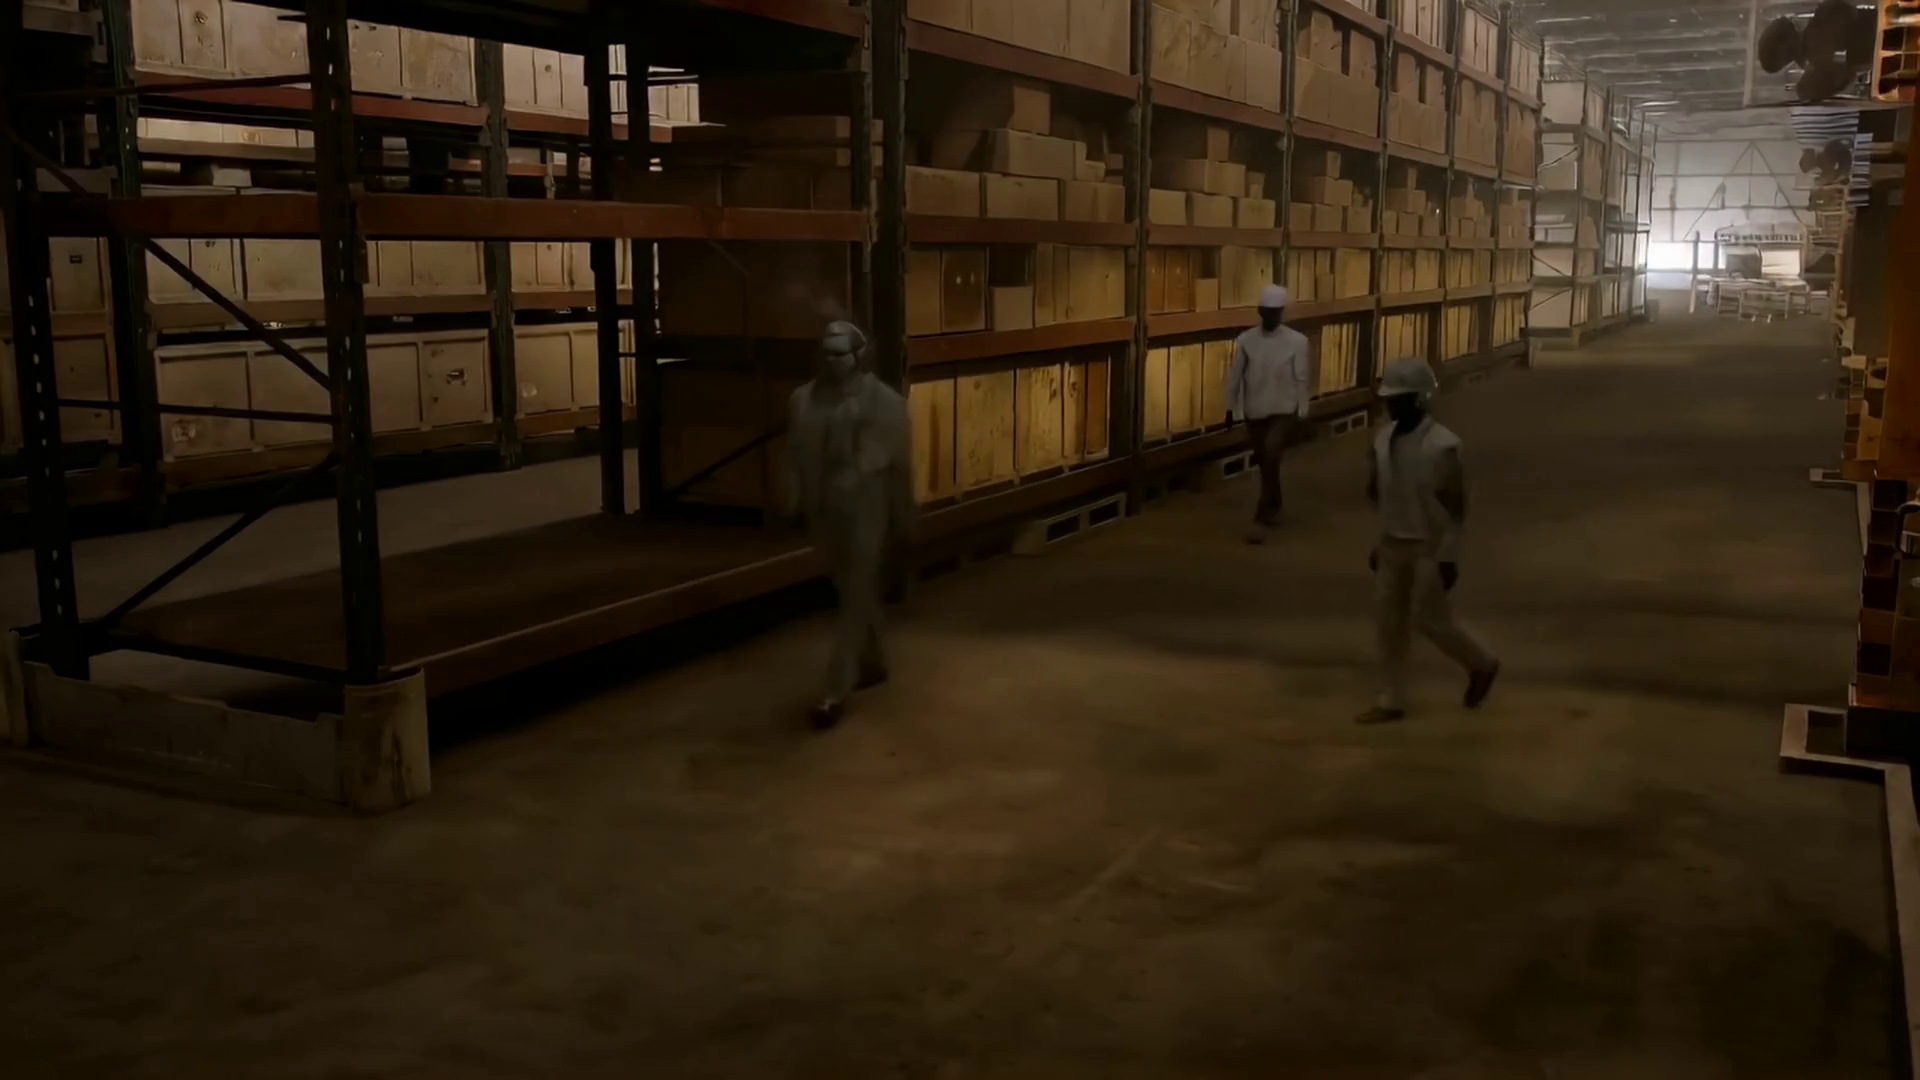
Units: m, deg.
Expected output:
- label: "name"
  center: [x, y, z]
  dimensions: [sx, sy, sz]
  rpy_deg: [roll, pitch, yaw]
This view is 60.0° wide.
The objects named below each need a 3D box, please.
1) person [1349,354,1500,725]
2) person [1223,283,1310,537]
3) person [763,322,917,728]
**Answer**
- label: "person"
  center: [2.157, 0.006, 7.661]
  dimensions: [0.645, 1.729, 0.579]
  rpy_deg: [-4, 11, -21]
- label: "person"
  center: [2.445, -1.042, 13.097]
  dimensions: [0.618, 1.954, 1.009]
  rpy_deg: [6, 11, 31]
- label: "person"
  center: [-0.542, -0.108, 7.954]
  dimensions: [0.644, 1.870, 0.978]
  rpy_deg: [5, 11, 26]
